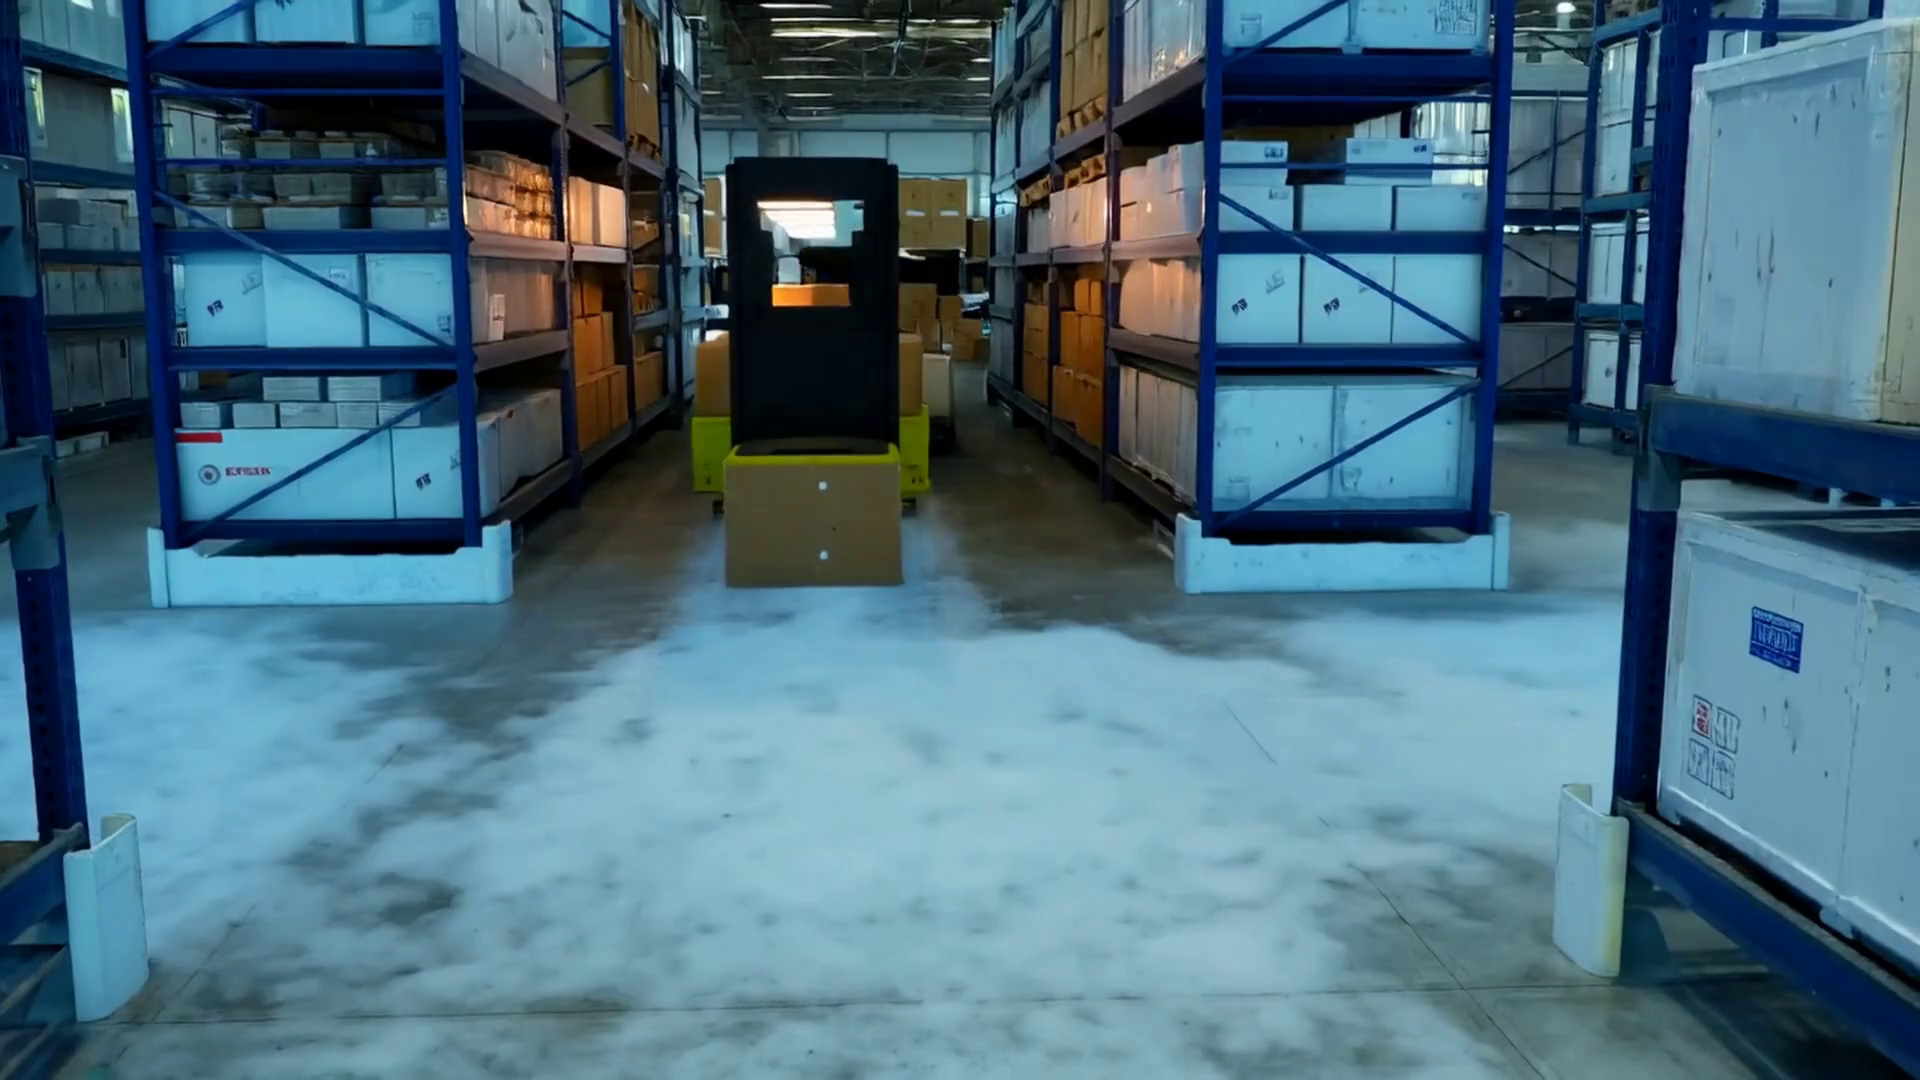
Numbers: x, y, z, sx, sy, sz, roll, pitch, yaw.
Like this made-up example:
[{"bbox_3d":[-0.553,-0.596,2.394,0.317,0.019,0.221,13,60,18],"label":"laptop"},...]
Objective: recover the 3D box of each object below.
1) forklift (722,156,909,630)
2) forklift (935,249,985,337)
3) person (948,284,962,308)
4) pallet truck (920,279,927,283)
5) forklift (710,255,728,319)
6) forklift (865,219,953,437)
[{"bbox_3d":[-0.907,-0.957,10.340,1.129,2.768,1.873,-1,9,-4],"label":"forklift"},{"bbox_3d":[-0.337,-6.664,46.173,1.873,2.768,1.129,-5,10,-28],"label":"forklift"},{"bbox_3d":[-0.240,-6.613,49.015,0.632,1.880,1.063,-5,11,-30],"label":"person"},{"bbox_3d":[-0.932,-8.922,63.114,1.885,1.965,0.823,2,9,13],"label":"pallet truck"},{"bbox_3d":[-8.368,-8.713,59.038,1.129,2.768,1.873,-1,9,-4],"label":"forklift"},{"bbox_3d":[-1.060,-2.780,21.783,1.873,2.768,1.129,-1,9,-4],"label":"forklift"}]
